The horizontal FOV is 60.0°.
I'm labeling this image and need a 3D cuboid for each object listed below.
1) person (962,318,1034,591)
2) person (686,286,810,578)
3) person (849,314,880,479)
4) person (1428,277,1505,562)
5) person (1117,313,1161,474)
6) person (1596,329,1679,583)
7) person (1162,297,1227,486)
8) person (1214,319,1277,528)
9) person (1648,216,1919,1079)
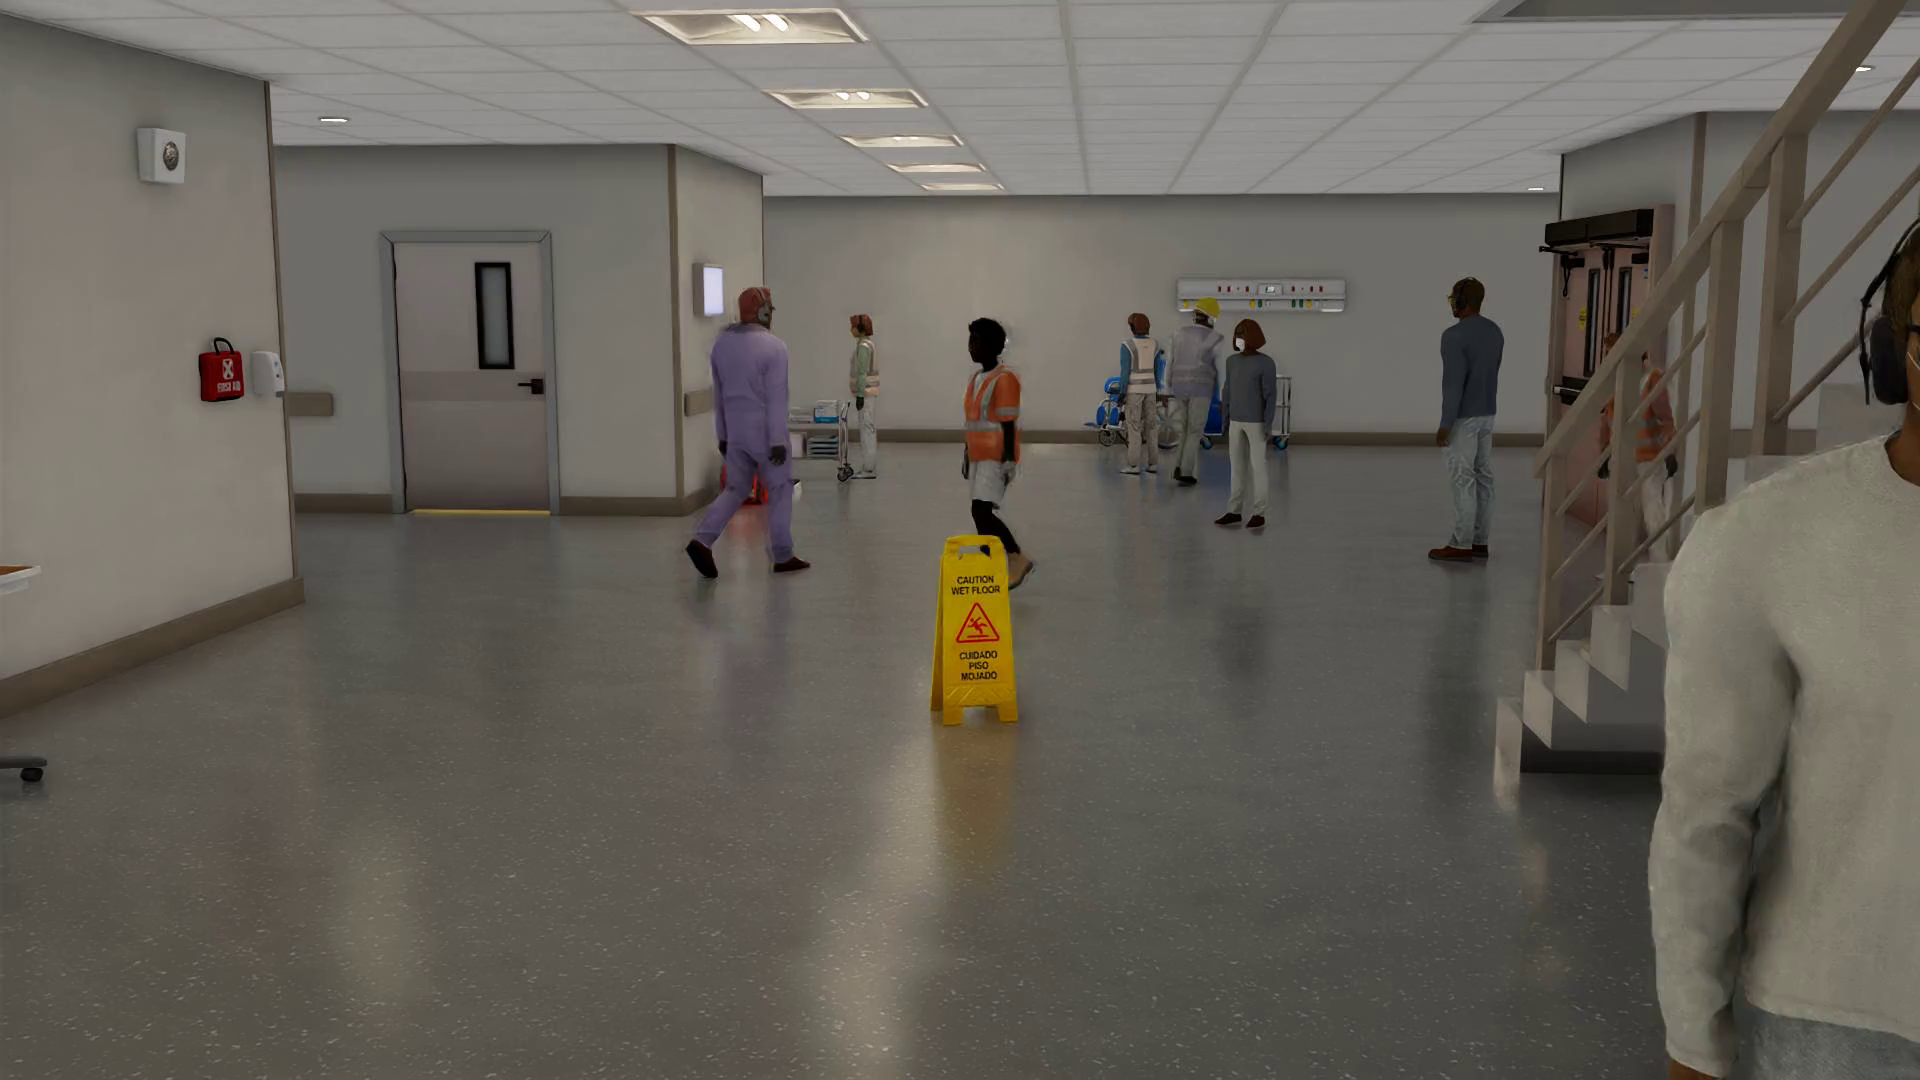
[{"bbox_3d":[0.167,-0.484,9.956,0.375,1.680,0.545,-4,9,-24],"label":"person"},{"bbox_3d":[-1.366,-0.689,10.708,0.651,1.881,0.857,7,11,38],"label":"person"},{"bbox_3d":[-0.949,-1.422,16.524,0.311,1.631,0.505,0,8,2],"label":"person"},{"bbox_3d":[3.453,-0.816,11.354,0.629,1.940,0.379,-8,11,-42],"label":"person"},{"bbox_3d":[1.823,-1.483,16.904,0.521,1.638,0.311,-6,10,-34],"label":"person"},{"bbox_3d":[4.205,-0.493,10.262,0.326,1.611,0.644,-3,9,-20],"label":"person"},{"bbox_3d":[2.247,-1.412,15.876,0.615,1.796,0.579,7,11,40],"label":"person"},{"bbox_3d":[2.246,-0.908,13.009,0.286,1.633,0.501,-7,11,-39],"label":"person"},{"bbox_3d":[1.150,0.565,2.008,0.639,1.926,0.598,2,9,14],"label":"person"}]
